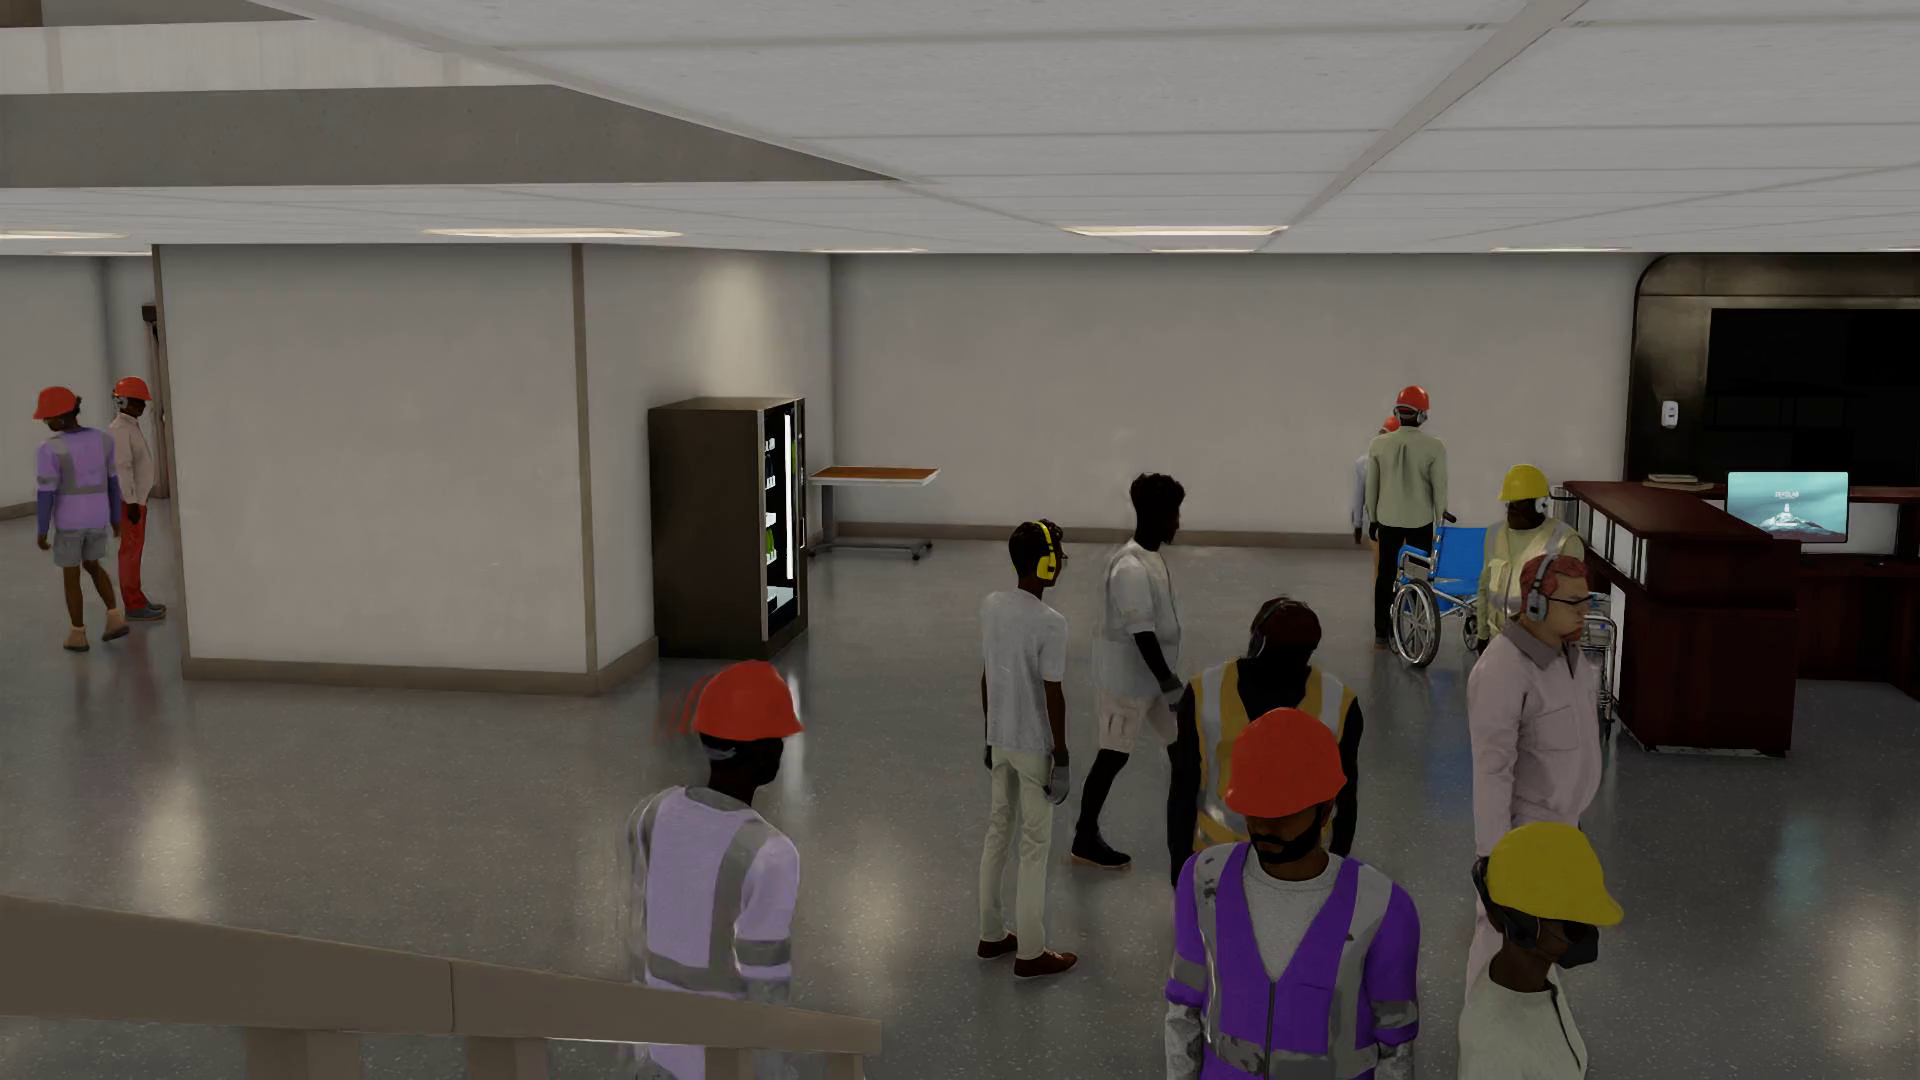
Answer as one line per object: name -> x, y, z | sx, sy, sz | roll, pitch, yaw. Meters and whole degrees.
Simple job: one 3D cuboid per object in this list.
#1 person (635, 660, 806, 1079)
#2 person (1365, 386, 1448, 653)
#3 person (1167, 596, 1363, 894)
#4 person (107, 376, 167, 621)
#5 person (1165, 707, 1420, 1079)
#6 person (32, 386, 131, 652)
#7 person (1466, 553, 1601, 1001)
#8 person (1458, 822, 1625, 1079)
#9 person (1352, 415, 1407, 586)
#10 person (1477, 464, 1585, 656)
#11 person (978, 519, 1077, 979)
person -> -0.661, 1.254, 4.094 | 0.540, 1.901, 0.948 | 7, 12, 38
person -> 3.335, -0.152, 12.418 | 0.613, 1.994, 0.381 | 6, 11, 31
person -> 1.031, 1.047, 5.658 | 0.626, 1.802, 0.892 | 2, 10, 14
person -> -6.739, -0.338, 13.587 | 0.391, 1.989, 0.610 | -3, 10, -20
person -> 0.696, 1.303, 3.624 | 0.551, 1.935, 0.375 | 5, 10, 27
person -> -6.584, -0.155, 12.404 | 0.425, 2.005, 0.653 | 4, 10, 26
person -> 1.989, 0.980, 5.746 | 0.399, 1.901, 0.648 | 8, 12, 41
person -> 1.143, 1.424, 3.404 | 0.324, 1.767, 0.533 | 4, 10, 25
person -> 3.453, -0.152, 13.282 | 0.583, 1.712, 0.758 | 7, 11, 35
person -> 3.046, 0.495, 8.983 | 0.414, 1.822, 0.599 | -7, 12, -37
person -> 0.266, 0.840, 6.729 | 0.324, 1.862, 0.510 | -8, 12, -39
